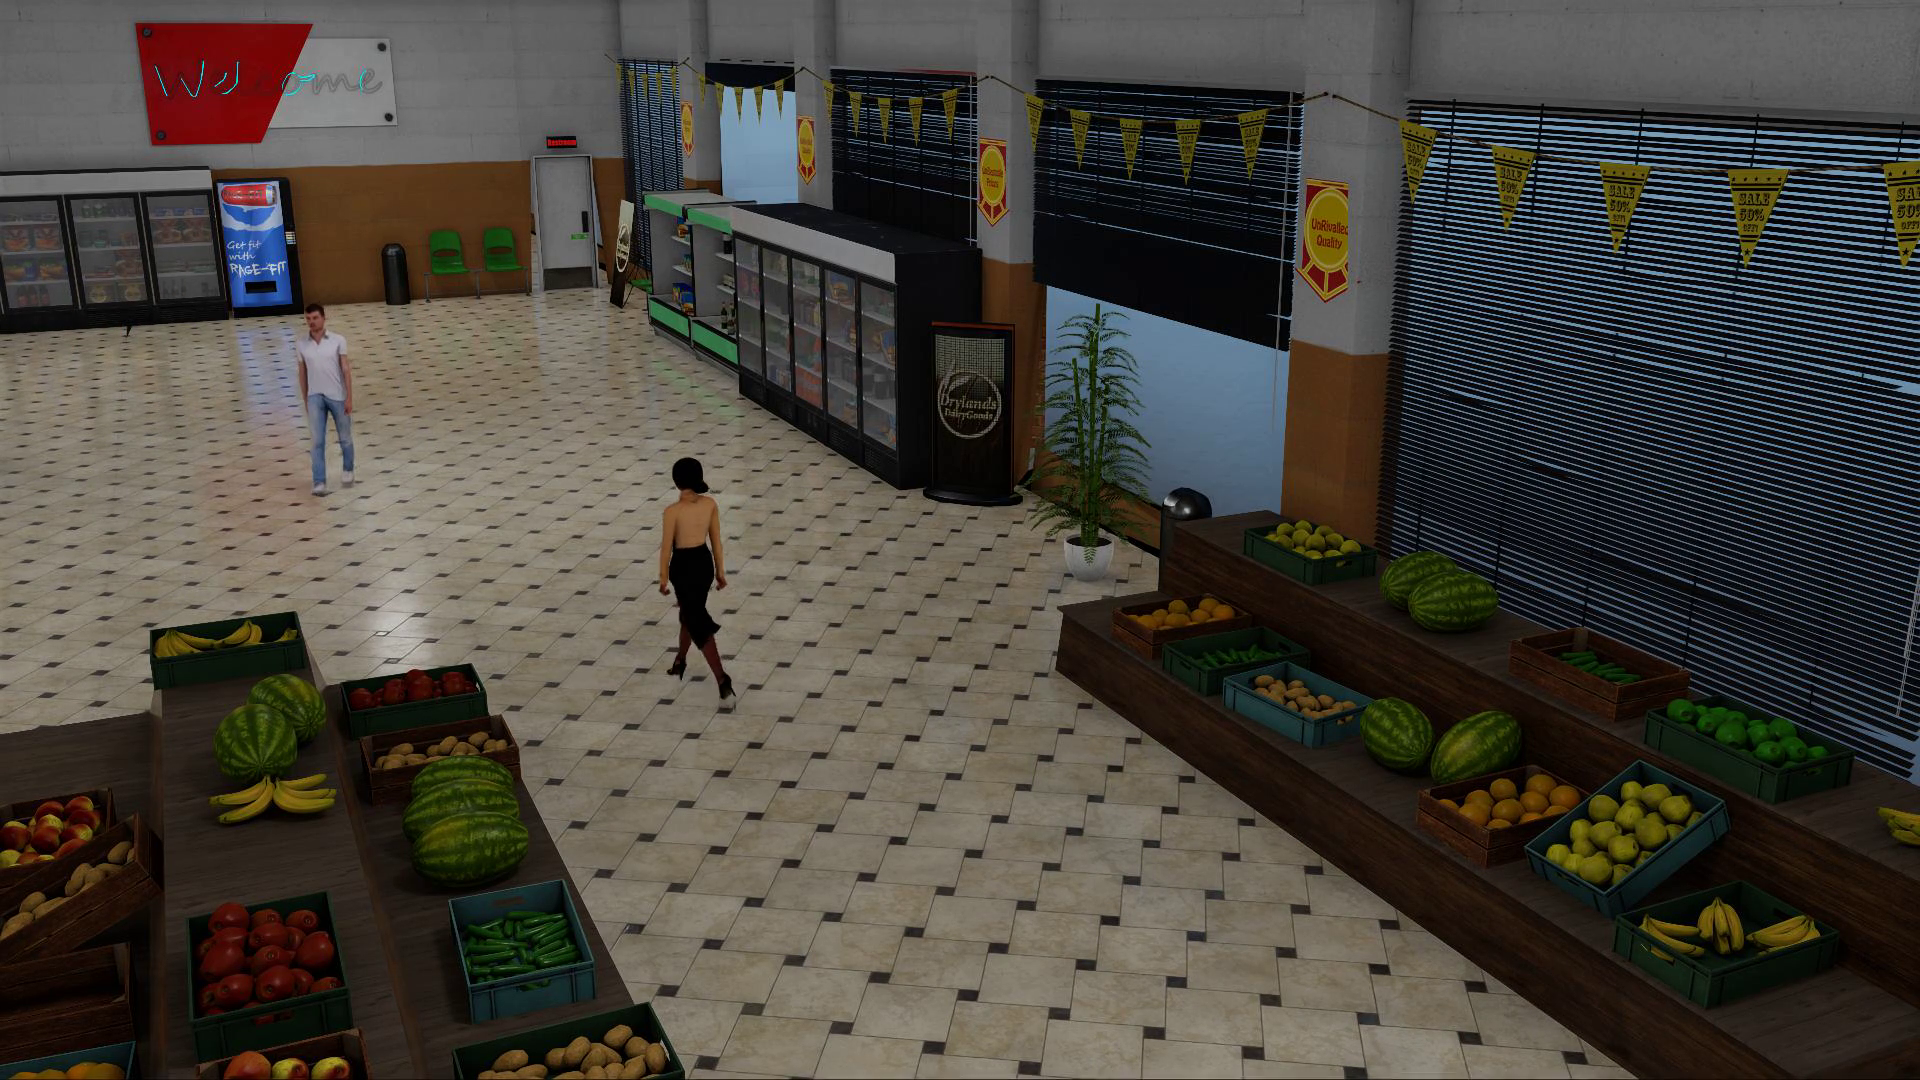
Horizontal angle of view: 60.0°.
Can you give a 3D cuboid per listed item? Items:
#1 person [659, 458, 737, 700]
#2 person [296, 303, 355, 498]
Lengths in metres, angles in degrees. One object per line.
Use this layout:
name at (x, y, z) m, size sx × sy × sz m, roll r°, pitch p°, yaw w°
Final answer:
person at (-1.713, 0.296, 10.919) m, size 0.813 × 1.612 × 1.107 m, roll -15°, pitch 23°, yaw -41°
person at (-6.051, -1.347, 16.015) m, size 0.846 × 1.794 × 1.274 m, roll -3°, pitch 17°, yaw -11°
